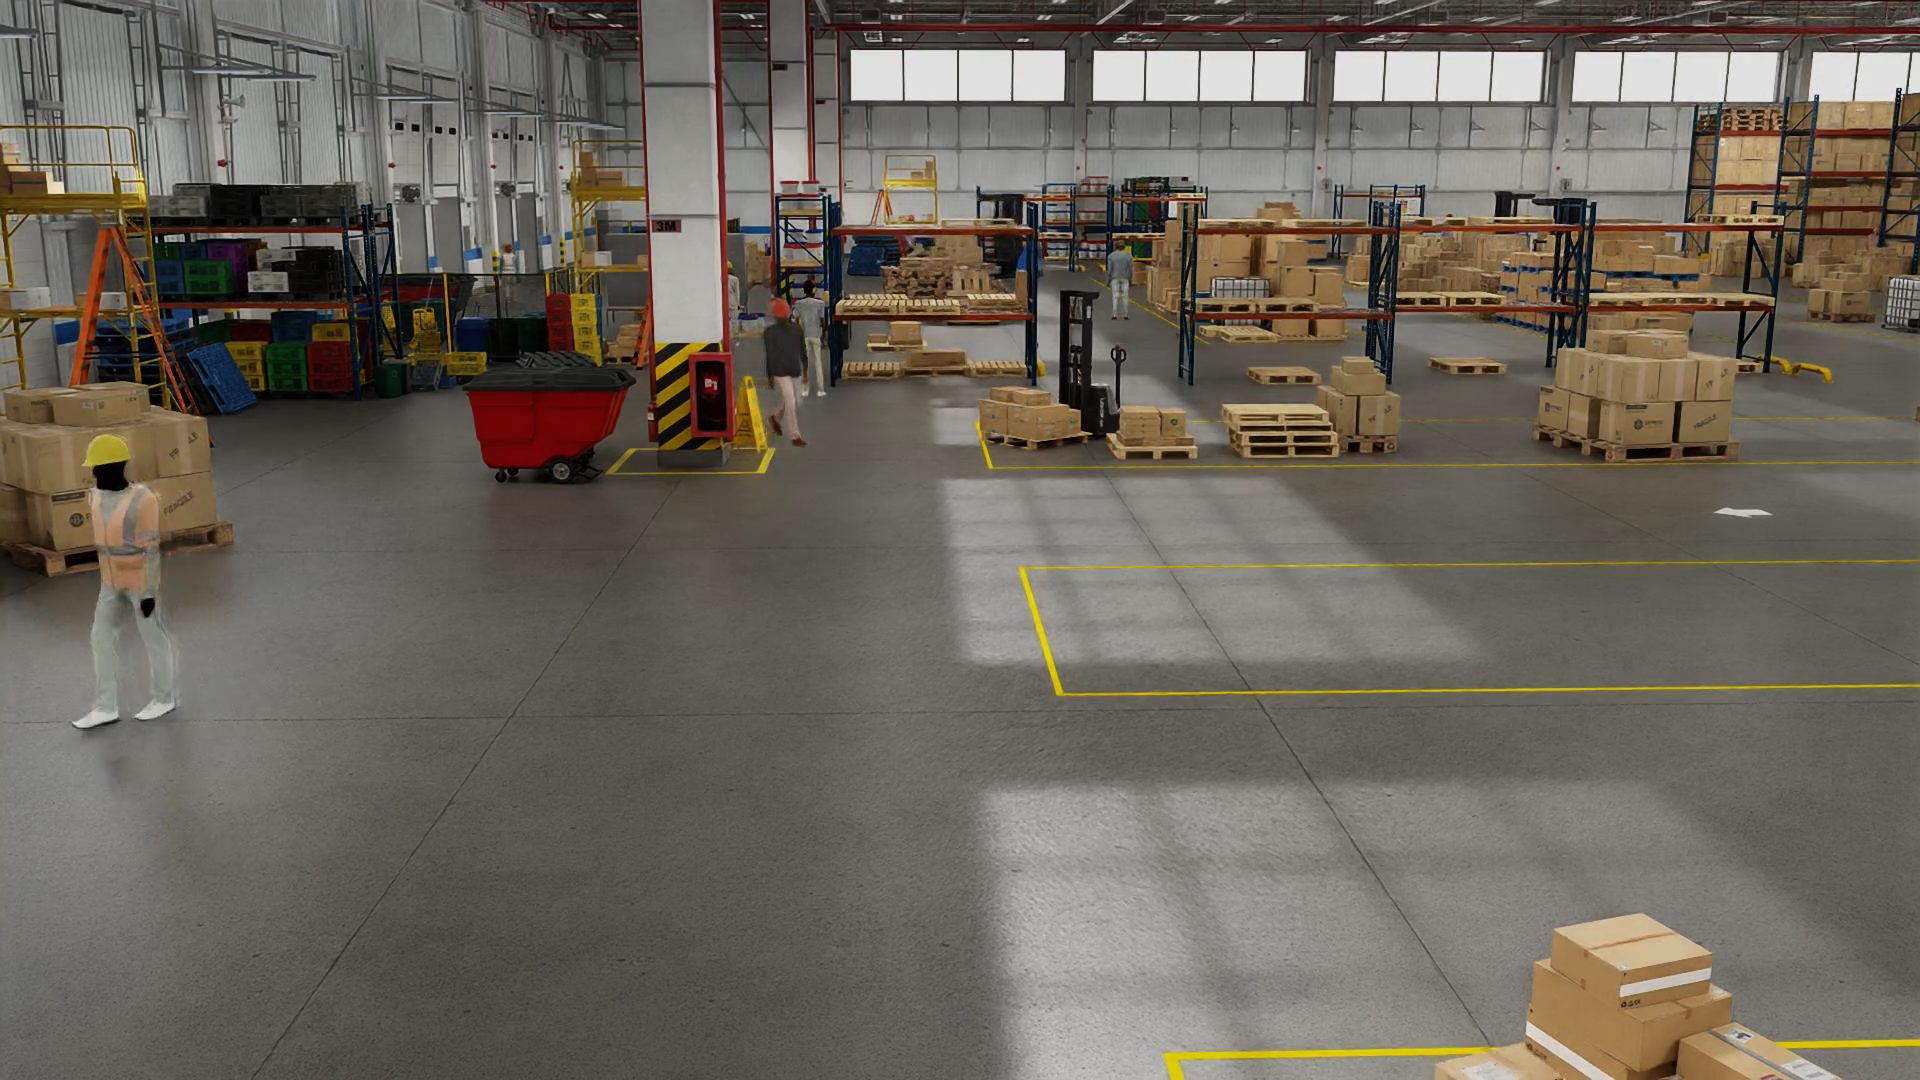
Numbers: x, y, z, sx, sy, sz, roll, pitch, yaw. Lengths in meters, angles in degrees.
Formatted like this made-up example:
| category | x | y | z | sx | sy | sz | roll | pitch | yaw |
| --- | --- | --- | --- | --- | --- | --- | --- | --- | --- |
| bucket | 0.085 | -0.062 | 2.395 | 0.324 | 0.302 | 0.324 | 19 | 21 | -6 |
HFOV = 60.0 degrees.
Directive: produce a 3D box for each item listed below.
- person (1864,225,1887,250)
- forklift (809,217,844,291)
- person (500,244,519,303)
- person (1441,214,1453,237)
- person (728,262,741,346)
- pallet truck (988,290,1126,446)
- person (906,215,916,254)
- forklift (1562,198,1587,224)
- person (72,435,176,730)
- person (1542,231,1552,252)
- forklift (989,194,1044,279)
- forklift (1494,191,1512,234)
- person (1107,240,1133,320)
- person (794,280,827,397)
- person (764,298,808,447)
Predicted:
| category | x | y | z | sx | sy | sz | roll | pitch | yaw |
| --- | --- | --- | --- | --- | --- | --- | --- | --- | --- |
| person | 29.528 | -9.210 | 53.603 | 0.868 | 1.875 | 0.645 | -5 | 14 | -23 |
| forklift | -4.375 | -8.619 | 48.637 | 1.873 | 2.768 | 1.129 | 0 | 12 | -2 |
| person | -12.337 | -7.288 | 45.510 | 0.523 | 1.611 | 0.761 | -2 | 13 | -8 |
| person | 19.195 | -11.835 | 65.318 | 0.627 | 1.933 | 0.377 | 0 | 12 | 0 |
| person | -4.785 | -4.877 | 34.354 | 0.484 | 1.734 | 0.320 | 0 | 12 | 0 |
| pallet truck | 1.257 | -2.299 | 22.111 | 1.885 | 1.965 | 0.823 | -9 | 15 | -35 |
| person | -1.869 | -11.574 | 64.166 | 0.568 | 1.914 | 0.567 | -6 | 14 | -24 |
| forklift | 17.204 | -8.212 | 46.797 | 1.873 | 2.768 | 1.129 | 0 | 12 | -2 |
| person | -5.425 | 0.285 | 10.645 | 0.613 | 1.901 | 0.778 | 5 | 14 | 22 |
| person | 17.352 | -8.207 | 48.816 | 0.610 | 1.984 | 0.400 | 0 | 12 | 0 |
| forklift | 1.777 | -10.156 | 55.575 | 1.873 | 2.768 | 1.129 | -7 | 14 | -28 |
| forklift | 20.464 | -11.777 | 62.895 | 1.873 | 2.768 | 1.129 | 0 | 12 | -2 |
| person | 3.862 | -6.276 | 40.199 | 0.627 | 1.940 | 0.377 | 0 | 12 | 0 |
| person | -2.387 | -3.202 | 26.498 | 0.520 | 1.865 | 0.333 | 0 | 12 | 0 |
| person | -2.320 | -2.209 | 21.819 | 0.627 | 1.954 | 0.797 | -11 | 16 | -40 |
